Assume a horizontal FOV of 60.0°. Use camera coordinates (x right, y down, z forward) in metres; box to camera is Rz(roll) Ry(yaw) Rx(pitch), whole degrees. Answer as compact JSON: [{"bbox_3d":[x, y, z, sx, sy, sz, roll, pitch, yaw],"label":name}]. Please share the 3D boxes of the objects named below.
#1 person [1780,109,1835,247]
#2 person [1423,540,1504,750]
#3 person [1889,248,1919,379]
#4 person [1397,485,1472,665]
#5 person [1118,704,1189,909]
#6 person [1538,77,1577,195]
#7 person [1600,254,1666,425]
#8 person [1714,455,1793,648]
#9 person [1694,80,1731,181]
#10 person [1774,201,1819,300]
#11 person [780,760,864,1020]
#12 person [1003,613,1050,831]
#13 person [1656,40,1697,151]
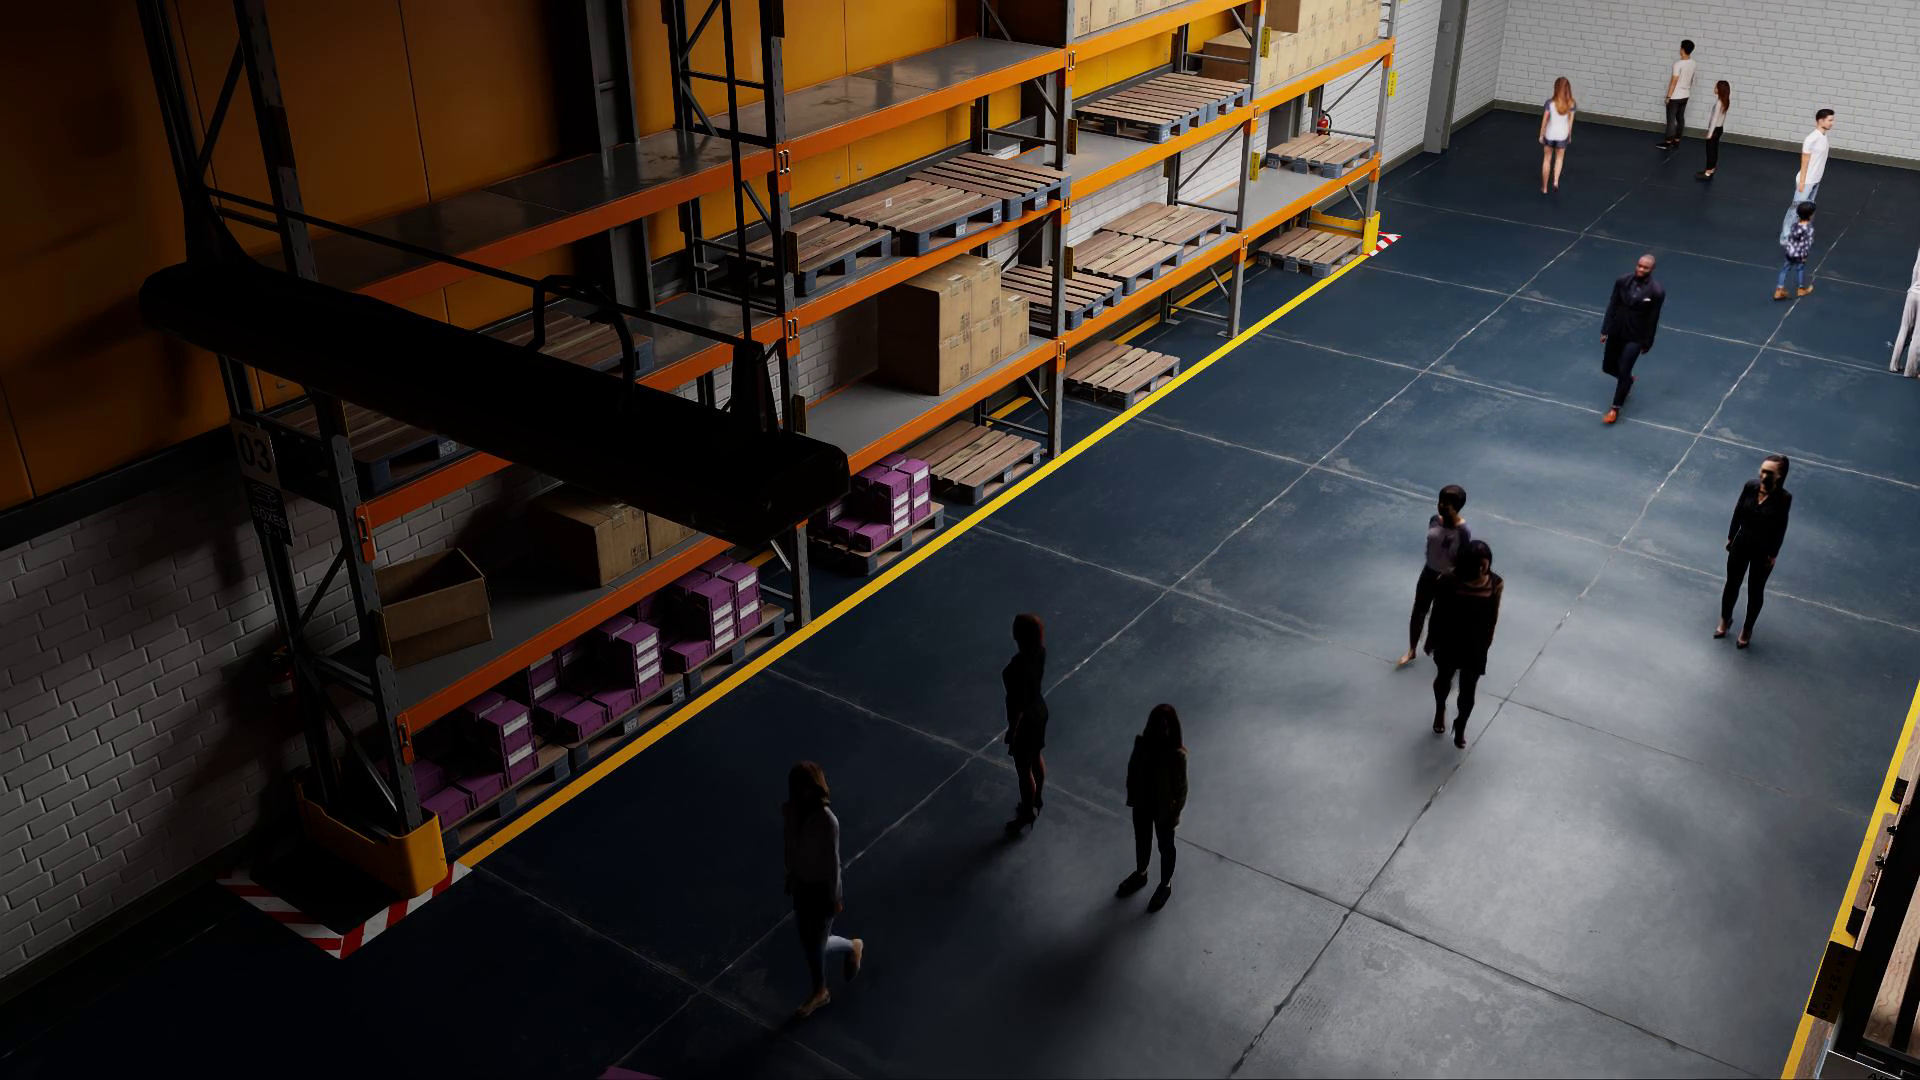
[{"bbox_3d":[11.429,-4.883,22.406,0.593,1.862,0.783,-22,36,-35],"label":"person"},{"bbox_3d":[3.687,0.707,12.324,0.785,1.702,0.810,5,29,10],"label":"person"},{"bbox_3d":[10.695,-2.677,18.452,0.713,1.775,0.683,-10,30,-18],"label":"person"},{"bbox_3d":[3.917,0.267,13.304,1.043,1.537,0.745,-21,35,-34],"label":"person"},{"bbox_3d":[1.269,1.694,10.749,0.594,1.476,0.530,22,36,35],"label":"person"},{"bbox_3d":[8.767,-5.905,24.426,0.766,1.720,0.845,5,29,9],"label":"person"},{"bbox_3d":[7.041,-2.148,17.457,1.089,1.798,0.854,-23,36,-36],"label":"person"},{"bbox_3d":[6.418,0.085,13.456,0.572,1.710,0.620,-22,35,-34],"label":"person"},{"bbox_3d":[11.484,-6.226,25.262,0.605,1.484,0.415,20,35,32],"label":"person"},{"bbox_3d":[10.368,-3.583,20.679,0.848,1.231,0.716,-13,31,-22],"label":"person"},{"bbox_3d":[-0.799,2.020,9.824,0.665,1.791,0.815,23,36,36],"label":"person"},{"bbox_3d":[0.461,1.234,11.353,0.680,1.706,0.493,12,31,21],"label":"person"},{"bbox_3d":[11.552,-7.162,26.730,0.631,1.721,0.763,-14,31,-23],"label":"person"}]
